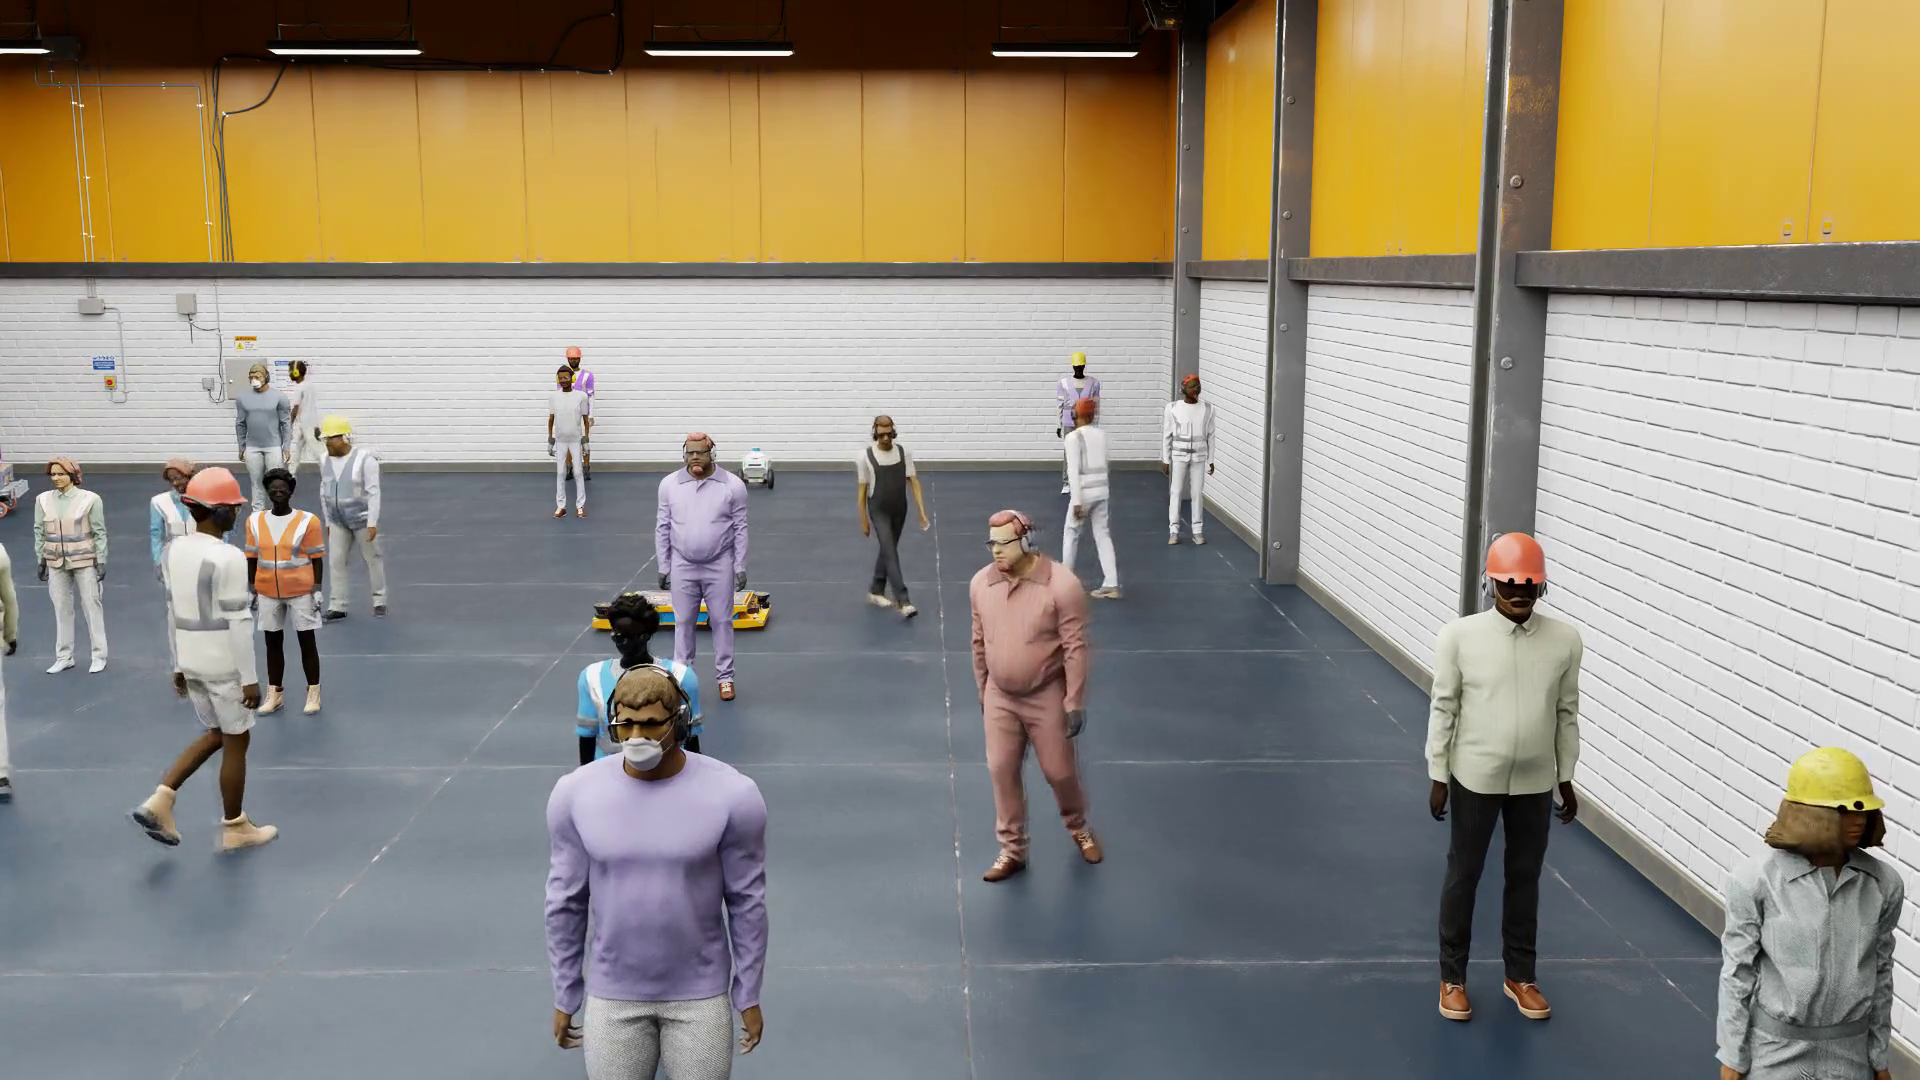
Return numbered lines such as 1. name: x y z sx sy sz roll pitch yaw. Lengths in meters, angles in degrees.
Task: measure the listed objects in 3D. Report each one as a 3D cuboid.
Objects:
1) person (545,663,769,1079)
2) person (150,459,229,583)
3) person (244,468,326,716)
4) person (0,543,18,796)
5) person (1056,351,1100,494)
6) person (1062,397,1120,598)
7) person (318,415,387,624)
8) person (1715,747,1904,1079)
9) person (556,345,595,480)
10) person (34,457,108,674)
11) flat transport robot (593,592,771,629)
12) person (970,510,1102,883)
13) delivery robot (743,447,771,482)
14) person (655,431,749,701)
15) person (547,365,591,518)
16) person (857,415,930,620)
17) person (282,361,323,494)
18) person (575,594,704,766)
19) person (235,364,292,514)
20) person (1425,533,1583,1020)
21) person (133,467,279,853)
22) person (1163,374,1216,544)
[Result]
1. person: -0.866 1.299 4.773 0.636 1.939 0.364 0 9 -2
2. person: -5.800 0.198 12.544 0.526 1.602 0.770 -3 10 -17
3. person: -4.585 0.352 11.308 0.540 1.700 0.316 0 9 -2
4. person: -5.763 0.591 9.613 0.601 1.788 0.941 -7 11 -36
5. person: 1.594 -1.576 22.435 0.594 1.926 0.366 0 9 -2
6. person: 1.168 -0.396 15.437 0.601 1.837 0.924 -7 12 -38
7. person: -5.230 -0.176 14.303 0.605 1.802 0.611 2 10 14
8. person: 2.348 1.421 4.616 0.493 1.746 0.283 0 9 -2
9. person: -5.520 -1.818 23.871 0.552 1.942 0.342 0 9 -2
10. person: -6.666 0.190 12.489 0.523 1.640 0.306 0 9 -2
11. flat transport robot: -2.364 0.590 14.218 1.431 0.197 0.652 0 9 -1
12. person: 0.384 0.752 8.350 0.662 1.874 0.667 5 11 29
13. delivery robot: -2.824 -1.054 23.142 0.477 0.478 0.707 0 9 -2
14. person: -1.815 0.187 11.690 0.651 1.907 0.409 0 9 -2
15. person: -4.776 -1.196 20.281 0.533 1.871 0.320 0 9 -2
16. person: -0.625 -0.212 14.546 0.524 1.776 1.020 -5 11 -30
17. person: -8.859 -1.501 22.362 1.020 1.805 0.500 -2 9 -9
18. person: -1.337 1.057 7.044 0.578 1.691 0.322 0 9 1
19. person: -8.070 -1.069 19.288 0.636 1.939 0.364 0 9 -2
20. person: 2.198 0.952 6.726 0.622 1.994 0.381 0 9 -2
21. person: -3.868 0.645 8.523 0.623 2.029 0.605 7 11 35
22. person: 2.524 -0.887 18.340 0.584 1.884 0.349 0 9 -2
